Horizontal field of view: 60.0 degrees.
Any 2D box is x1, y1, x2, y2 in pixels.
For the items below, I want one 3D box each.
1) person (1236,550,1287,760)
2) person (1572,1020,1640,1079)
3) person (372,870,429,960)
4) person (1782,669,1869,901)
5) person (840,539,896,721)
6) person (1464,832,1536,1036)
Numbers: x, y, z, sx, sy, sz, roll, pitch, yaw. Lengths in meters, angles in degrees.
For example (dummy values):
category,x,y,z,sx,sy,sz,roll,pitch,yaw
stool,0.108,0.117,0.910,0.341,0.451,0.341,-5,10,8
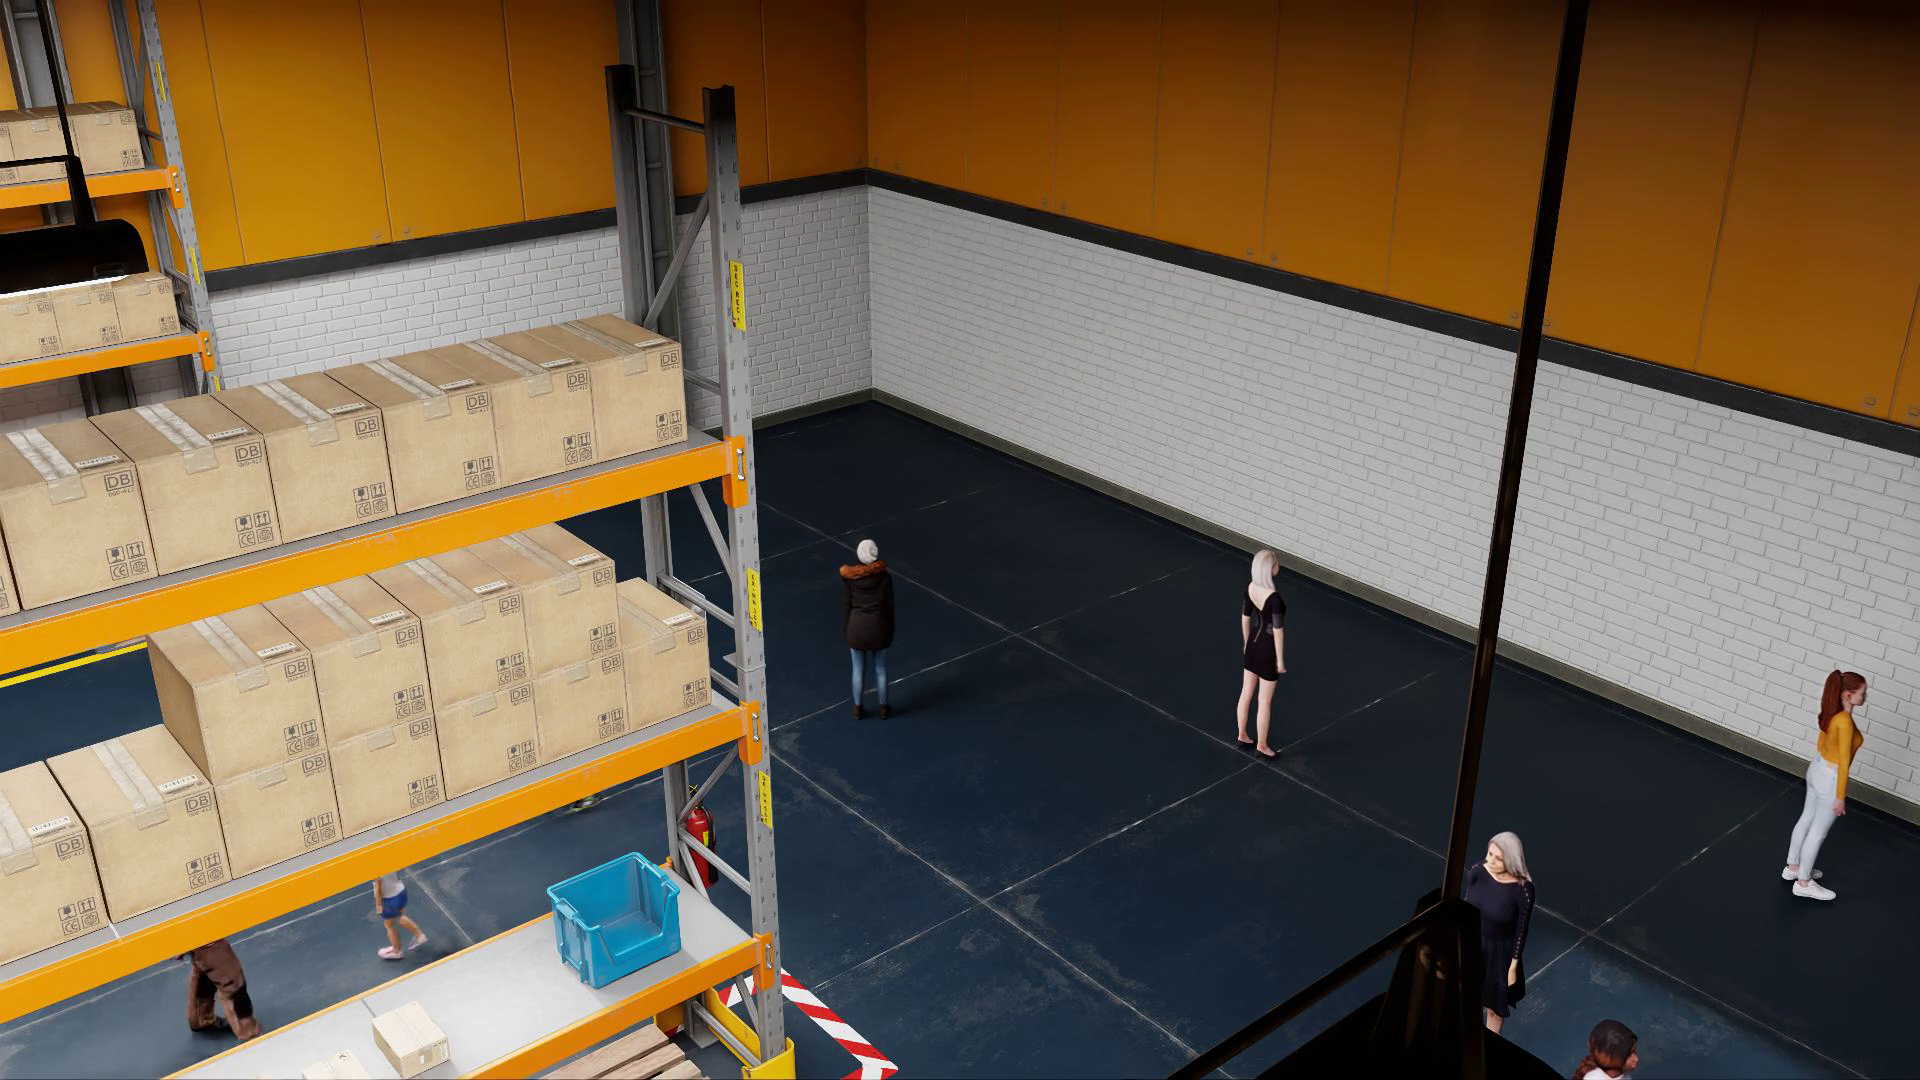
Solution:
category,x,y,z,sx,sy,sz,roll,pitch,yaw
person,2.442,0.919,13.448,0.524,1.829,0.598,-15,28,-31
person,3.222,3.160,8.459,0.700,1.719,0.546,16,28,32
person,-3.775,2.371,11.145,0.637,1.012,0.577,2,24,5
person,6.122,1.706,11.745,0.746,1.750,0.674,4,24,8
person,-0.770,0.757,14.063,0.705,1.633,0.780,-1,24,-1
person,3.159,2.495,9.945,0.564,1.746,0.603,-20,31,-38
